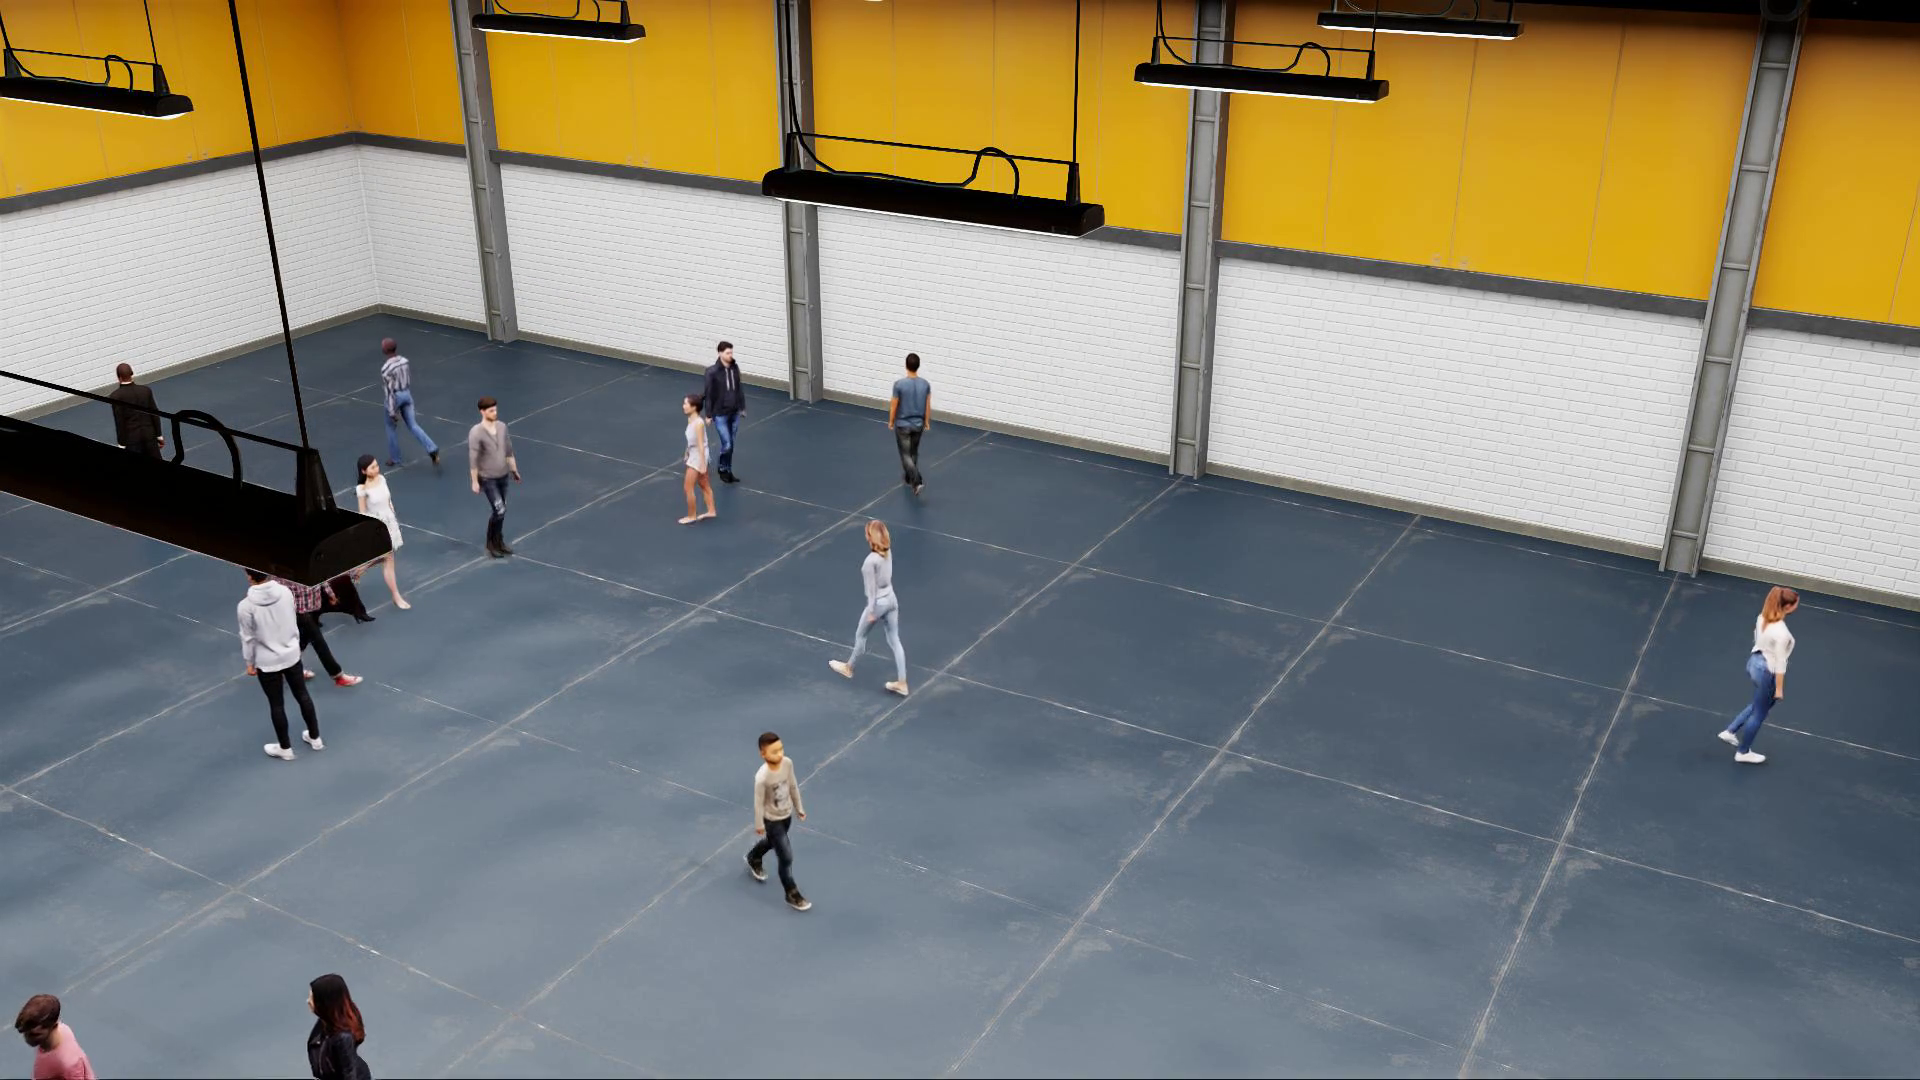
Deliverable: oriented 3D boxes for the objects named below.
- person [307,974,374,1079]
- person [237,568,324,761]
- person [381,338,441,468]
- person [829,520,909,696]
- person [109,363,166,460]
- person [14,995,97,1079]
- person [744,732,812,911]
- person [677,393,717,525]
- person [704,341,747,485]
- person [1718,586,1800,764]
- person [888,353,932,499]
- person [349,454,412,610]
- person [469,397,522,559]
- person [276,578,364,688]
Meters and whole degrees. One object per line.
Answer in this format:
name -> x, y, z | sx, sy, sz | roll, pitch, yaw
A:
person -> -3.638, 3.278, 10.069 | 0.916, 1.622, 0.878 | -12, 26, -25
person -> -6.072, 1.036, 14.828 | 0.675, 1.918, 0.737 | 20, 31, 38
person -> -7.091, -1.711, 21.308 | 1.071, 1.762, 0.643 | 12, 26, 25
person -> -0.684, 0.671, 15.861 | 1.095, 1.760, 0.627 | 14, 27, 30
person -> -9.864, -1.207, 19.978 | 0.671, 1.904, 0.753 | 19, 30, 37
person -> -4.994, 3.332, 9.541 | 0.820, 1.945, 0.640 | -18, 29, -35
person -> -1.471, 2.125, 12.929 | 0.987, 1.445, 0.568 | 14, 27, 29
person -> -3.044, -0.977, 19.837 | 0.845, 1.594, 0.791 | -8, 25, -17
person -> -3.015, -1.626, 20.964 | 0.713, 1.880, 0.760 | 21, 31, 39
person -> 7.027, 1.197, 14.708 | 0.797, 1.719, 0.753 | 2, 24, 5
person -> -0.595, -1.393, 20.550 | 1.051, 1.785, 1.193 | -10, 26, -22
person -> -6.209, -0.090, 17.605 | 1.030, 1.757, 0.739 | 9, 25, 19
person -> -5.367, -0.735, 18.911 | 0.608, 1.894, 0.667 | 13, 27, 27
person -> -6.381, 0.621, 16.032 | 1.234, 1.715, 0.970 | 4, 24, 9
